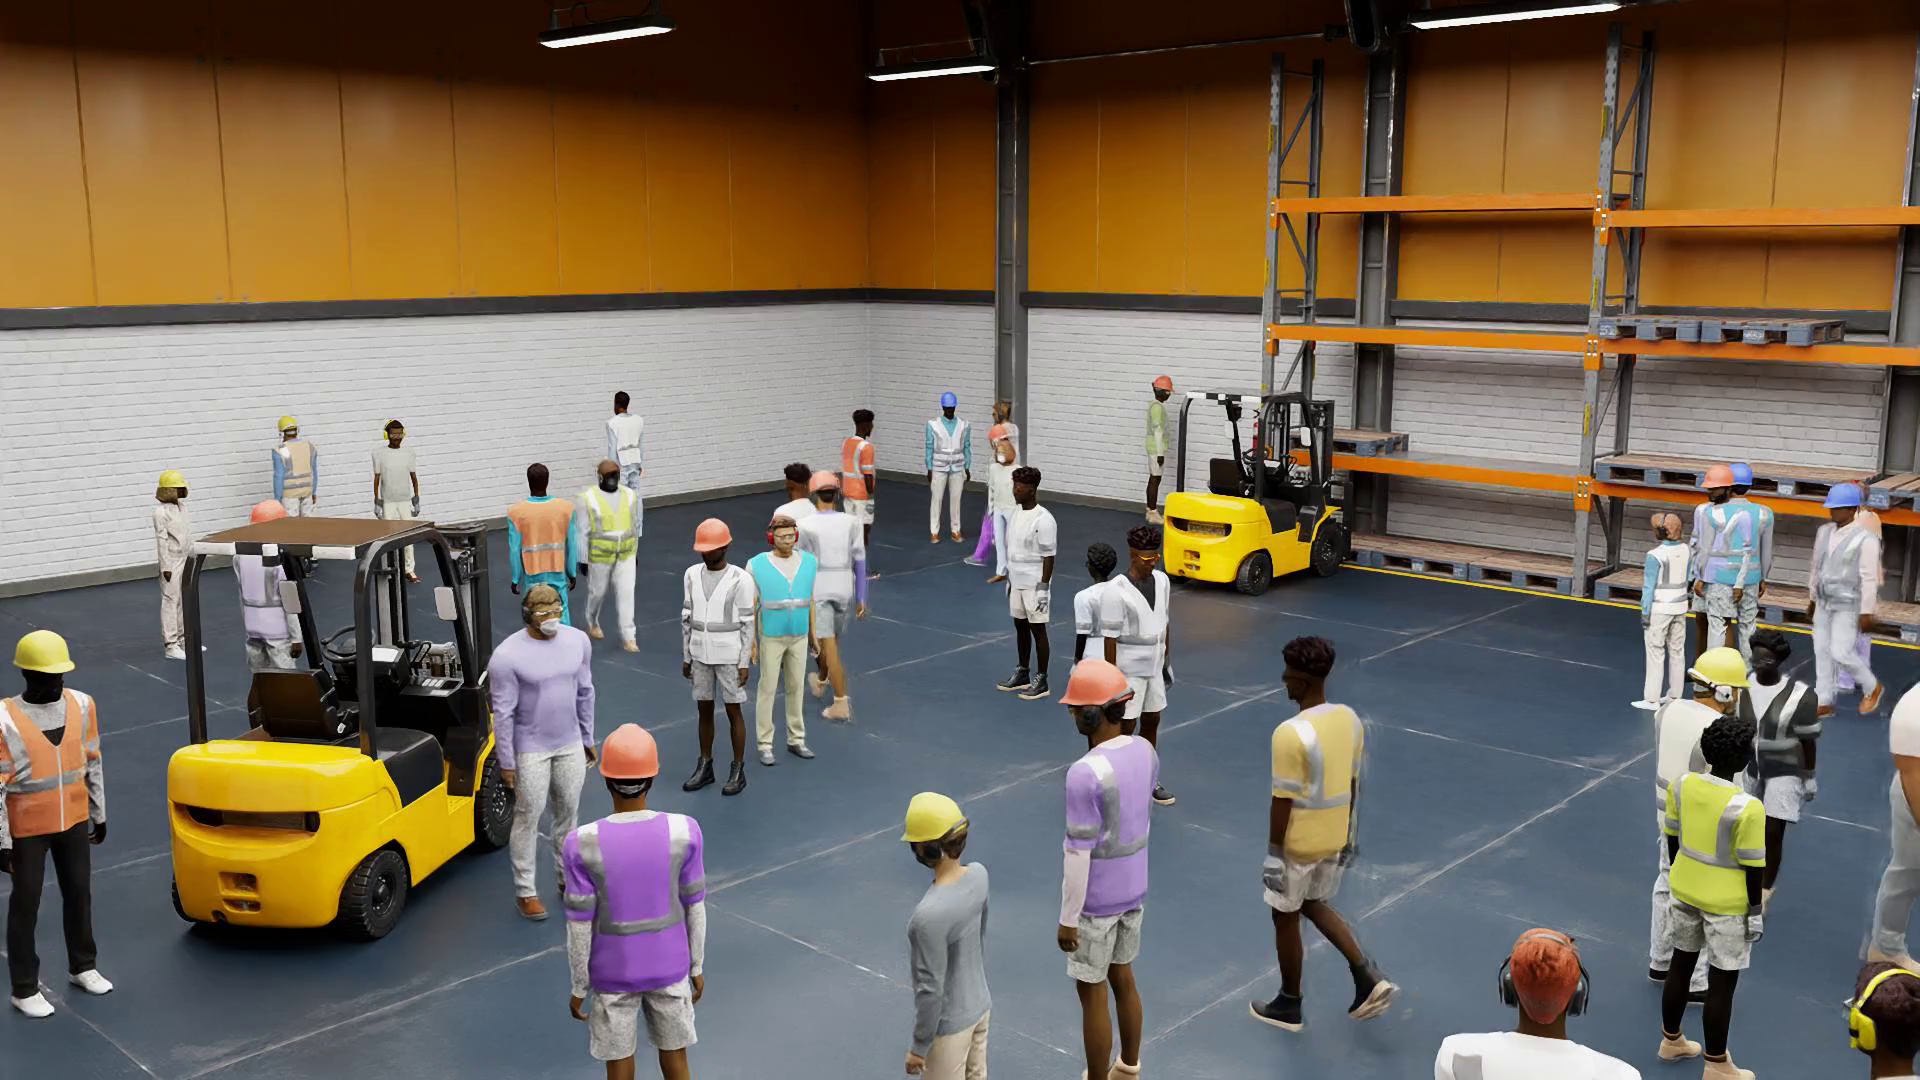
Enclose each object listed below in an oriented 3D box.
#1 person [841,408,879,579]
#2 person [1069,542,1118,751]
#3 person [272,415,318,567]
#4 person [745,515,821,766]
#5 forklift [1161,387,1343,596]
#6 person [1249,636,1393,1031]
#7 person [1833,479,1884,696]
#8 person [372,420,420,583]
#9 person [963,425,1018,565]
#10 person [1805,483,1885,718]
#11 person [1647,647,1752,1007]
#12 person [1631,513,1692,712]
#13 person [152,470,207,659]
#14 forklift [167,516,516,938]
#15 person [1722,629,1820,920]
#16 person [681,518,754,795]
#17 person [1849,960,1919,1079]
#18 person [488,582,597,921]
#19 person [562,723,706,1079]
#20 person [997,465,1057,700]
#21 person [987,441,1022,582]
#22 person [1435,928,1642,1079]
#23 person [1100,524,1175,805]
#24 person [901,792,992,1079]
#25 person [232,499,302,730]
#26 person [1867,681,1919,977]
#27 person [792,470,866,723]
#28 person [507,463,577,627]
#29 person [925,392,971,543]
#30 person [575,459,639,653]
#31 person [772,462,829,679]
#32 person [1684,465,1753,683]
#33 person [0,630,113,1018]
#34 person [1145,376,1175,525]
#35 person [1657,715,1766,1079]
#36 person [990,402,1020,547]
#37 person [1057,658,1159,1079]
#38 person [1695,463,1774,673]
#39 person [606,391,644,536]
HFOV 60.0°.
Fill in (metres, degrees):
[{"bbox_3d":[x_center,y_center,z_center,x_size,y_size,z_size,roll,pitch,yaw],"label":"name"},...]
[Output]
[{"bbox_3d":[-1.144,-0.532,19.024,0.377,1.956,0.613,-6,12,-33],"label":"person"},{"bbox_3d":[1.000,0.858,11.838,0.532,1.697,0.320,-8,13,-38],"label":"person"},{"bbox_3d":[-7.809,-0.552,19.508,0.403,1.823,0.586,6,12,31],"label":"person"},{"bbox_3d":[-1.306,0.717,12.217,0.571,1.843,0.373,-6,12,-31],"label":"person"},{"bbox_3d":[3.298,-0.608,18.767,1.214,2.155,2.313,9,13,42],"label":"forklift"},{"bbox_3d":[1.719,1.422,7.924,0.571,1.951,0.618,9,14,43],"label":"person"},{"bbox_3d":[7.564,0.402,14.052,0.566,1.834,0.383,-8,13,-39],"label":"person"},{"bbox_3d":[-6.329,-0.425,18.692,0.509,1.860,0.334,-6,12,-31],"label":"person"},{"bbox_3d":[0.495,-0.513,19.623,0.918,1.706,0.588,7,12,34],"label":"person"},{"bbox_3d":[7.045,0.499,13.234,0.566,1.936,0.625,-2,10,-12],"label":"person"},{"bbox_3d":[3.685,1.421,8.290,0.403,1.821,0.602,-2,10,-12],"label":"person"},{"bbox_3d":[5.746,0.589,13.565,0.519,1.633,0.314,-5,11,-27],"label":"person"},{"bbox_3d":[-7.215,0.218,15.348,0.295,1.744,0.489,0,10,2],"label":"person"},{"bbox_3d":[-3.583,0.976,9.748,1.214,2.155,2.313,2,10,11],"label":"forklift"},{"bbox_3d":[4.521,1.309,9.397,0.700,1.656,0.550,-7,12,-35],"label":"person"},{"bbox_3d":[-1.686,0.800,11.492,0.544,1.935,0.361,4,11,20],"label":"person"},{"bbox_3d":[2.486,2.060,4.541,0.520,1.861,0.322,-1,10,-7],"label":"person"},{"bbox_3d":[-2.336,1.176,9.390,0.632,1.931,0.389,-10,14,-44],"label":"person"},{"bbox_3d":[-1.266,1.671,6.522,0.543,1.939,0.371,-3,10,-17],"label":"person"},{"bbox_3d":[0.570,0.347,13.982,0.365,1.965,0.608,-6,12,-30],"label":"person"},{"bbox_3d":[0.521,-0.311,18.701,0.524,1.624,0.291,8,13,38],"label":"person"},{"bbox_3d":[1.626,2.013,4.734,0.573,1.883,0.356,4,11,22],"label":"person"},{"bbox_3d":[1.200,0.852,11.162,0.616,1.951,0.388,-9,13,-41],"label":"person"},{"bbox_3d":[-0.062,1.803,6.284,0.332,1.759,0.523,4,11,24],"label":"person"},{"bbox_3d":[-5.088,0.659,12.328,0.544,1.932,0.375,5,11,25],"label":"person"},{"bbox_3d":[4.957,1.322,8.219,0.715,2.000,1.033,-3,10,-16],"label":"person"},{"bbox_3d":[-1.113,0.431,13.460,0.645,1.970,1.056,-5,11,-27],"label":"person"},{"bbox_3d":[-3.619,0.286,14.461,0.593,1.922,0.392,-5,11,-26],"label":"person"},{"bbox_3d":[-0.146,-0.928,21.291,0.605,1.948,0.403,-3,10,-14],"label":"person"},{"bbox_3d":[-3.341,0.118,15.751,0.635,1.808,0.913,-6,12,-31],"label":"person"},{"bbox_3d":[-1.374,0.281,14.489,0.873,1.930,0.606,8,13,39],"label":"person"},{"bbox_3d":[6.452,0.317,14.233,0.372,1.935,0.551,-5,11,-28],"label":"person"},{"bbox_3d":[-4.498,1.382,8.237,0.397,1.917,0.594,6,12,32],"label":"person"},{"bbox_3d":[2.735,-1.231,22.778,0.392,2.034,0.605,0,10,1],"label":"person"},{"bbox_3d":[3.408,1.618,7.512,0.315,1.696,0.540,-4,11,-21],"label":"person"},{"bbox_3d":[0.584,-0.838,21.128,0.372,1.833,0.524,6,12,31],"label":"person"},{"bbox_3d":[0.602,1.510,7.186,0.411,2.032,0.611,7,12,35],"label":"person"},{"bbox_3d":[6.604,0.314,14.220,0.602,1.949,0.388,1,10,4],"label":"person"},{"bbox_3d":[-4.353,-0.976,21.641,0.392,1.922,0.592,7,12,35],"label":"person"}]
